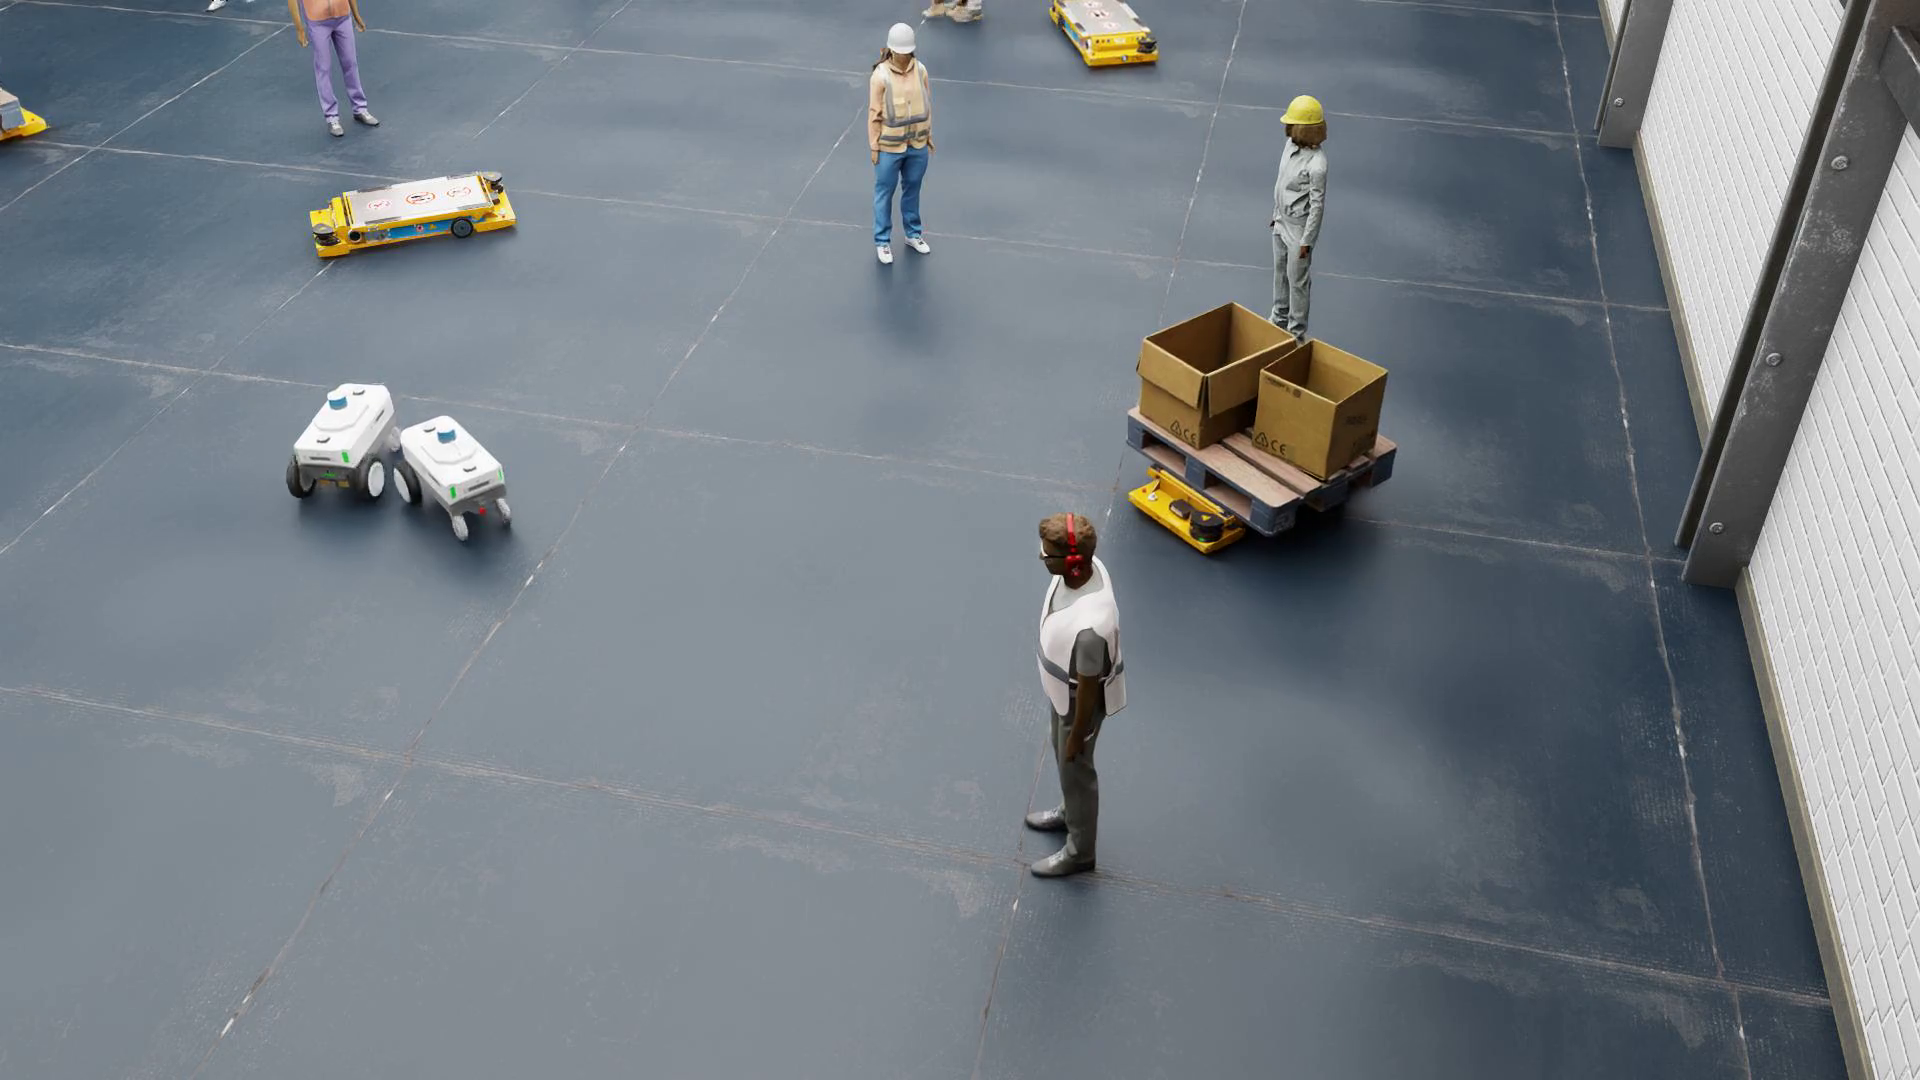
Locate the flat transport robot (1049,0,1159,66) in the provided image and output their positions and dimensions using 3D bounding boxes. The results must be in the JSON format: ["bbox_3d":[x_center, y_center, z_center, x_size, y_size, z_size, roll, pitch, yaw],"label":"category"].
[{"bbox_3d":[1.342,-4.819,15.668,0.659,0.231,1.431,-8,37,-10],"label":"flat transport robot"}]

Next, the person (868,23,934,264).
[{"bbox_3d":[-0.420,-2.817,11.769,0.491,1.727,0.369,-18,41,-23],"label":"person"}]

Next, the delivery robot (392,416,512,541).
[{"bbox_3d":[-2.910,-0.404,9.529,0.499,0.605,0.781,-26,44,-30],"label":"delivery robot"}]

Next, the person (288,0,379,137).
[{"bbox_3d":[-5.176,-4.256,13.599,0.571,1.840,0.376,-30,46,-34],"label":"person"}]

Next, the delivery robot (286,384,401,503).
[{"bbox_3d":[-3.604,-0.600,9.774,0.499,0.584,0.783,4,37,5],"label":"delivery robot"}]

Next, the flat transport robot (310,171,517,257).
[{"bbox_3d":[-4.120,-2.455,12.504,1.431,0.231,0.659,-13,39,-17],"label":"flat transport robot"}]

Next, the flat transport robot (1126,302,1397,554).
[{"bbox_3d":[1.734,-0.389,9.739,1.431,0.231,0.659,-24,43,-29],"label":"flat transport robot"}]

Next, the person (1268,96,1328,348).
[{"bbox_3d":[2.126,-2.007,10.672,0.309,1.742,0.492,-9,38,-12],"label":"person"}]

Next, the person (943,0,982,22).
[{"bbox_3d":[0.050,-5.881,15.741,0.362,1.882,0.574,-11,38,-14],"label":"person"}]

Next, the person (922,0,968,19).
[{"bbox_3d":[-0.145,-5.773,15.757,0.537,1.675,0.553,22,42,26],"label":"person"}]

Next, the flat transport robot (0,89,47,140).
[{"bbox_3d":[-8.379,-3.323,13.665,0.659,0.231,1.431,27,45,31],"label":"flat transport robot"}]

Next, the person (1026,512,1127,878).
[{"bbox_3d":[0.493,0.655,7.040,0.401,1.832,0.567,-3,37,-4],"label":"person"}]

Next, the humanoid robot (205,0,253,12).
[{"bbox_3d":[-7.267,-5.903,15.991,0.538,1.894,0.760,12,38,16],"label":"humanoid robot"}]
